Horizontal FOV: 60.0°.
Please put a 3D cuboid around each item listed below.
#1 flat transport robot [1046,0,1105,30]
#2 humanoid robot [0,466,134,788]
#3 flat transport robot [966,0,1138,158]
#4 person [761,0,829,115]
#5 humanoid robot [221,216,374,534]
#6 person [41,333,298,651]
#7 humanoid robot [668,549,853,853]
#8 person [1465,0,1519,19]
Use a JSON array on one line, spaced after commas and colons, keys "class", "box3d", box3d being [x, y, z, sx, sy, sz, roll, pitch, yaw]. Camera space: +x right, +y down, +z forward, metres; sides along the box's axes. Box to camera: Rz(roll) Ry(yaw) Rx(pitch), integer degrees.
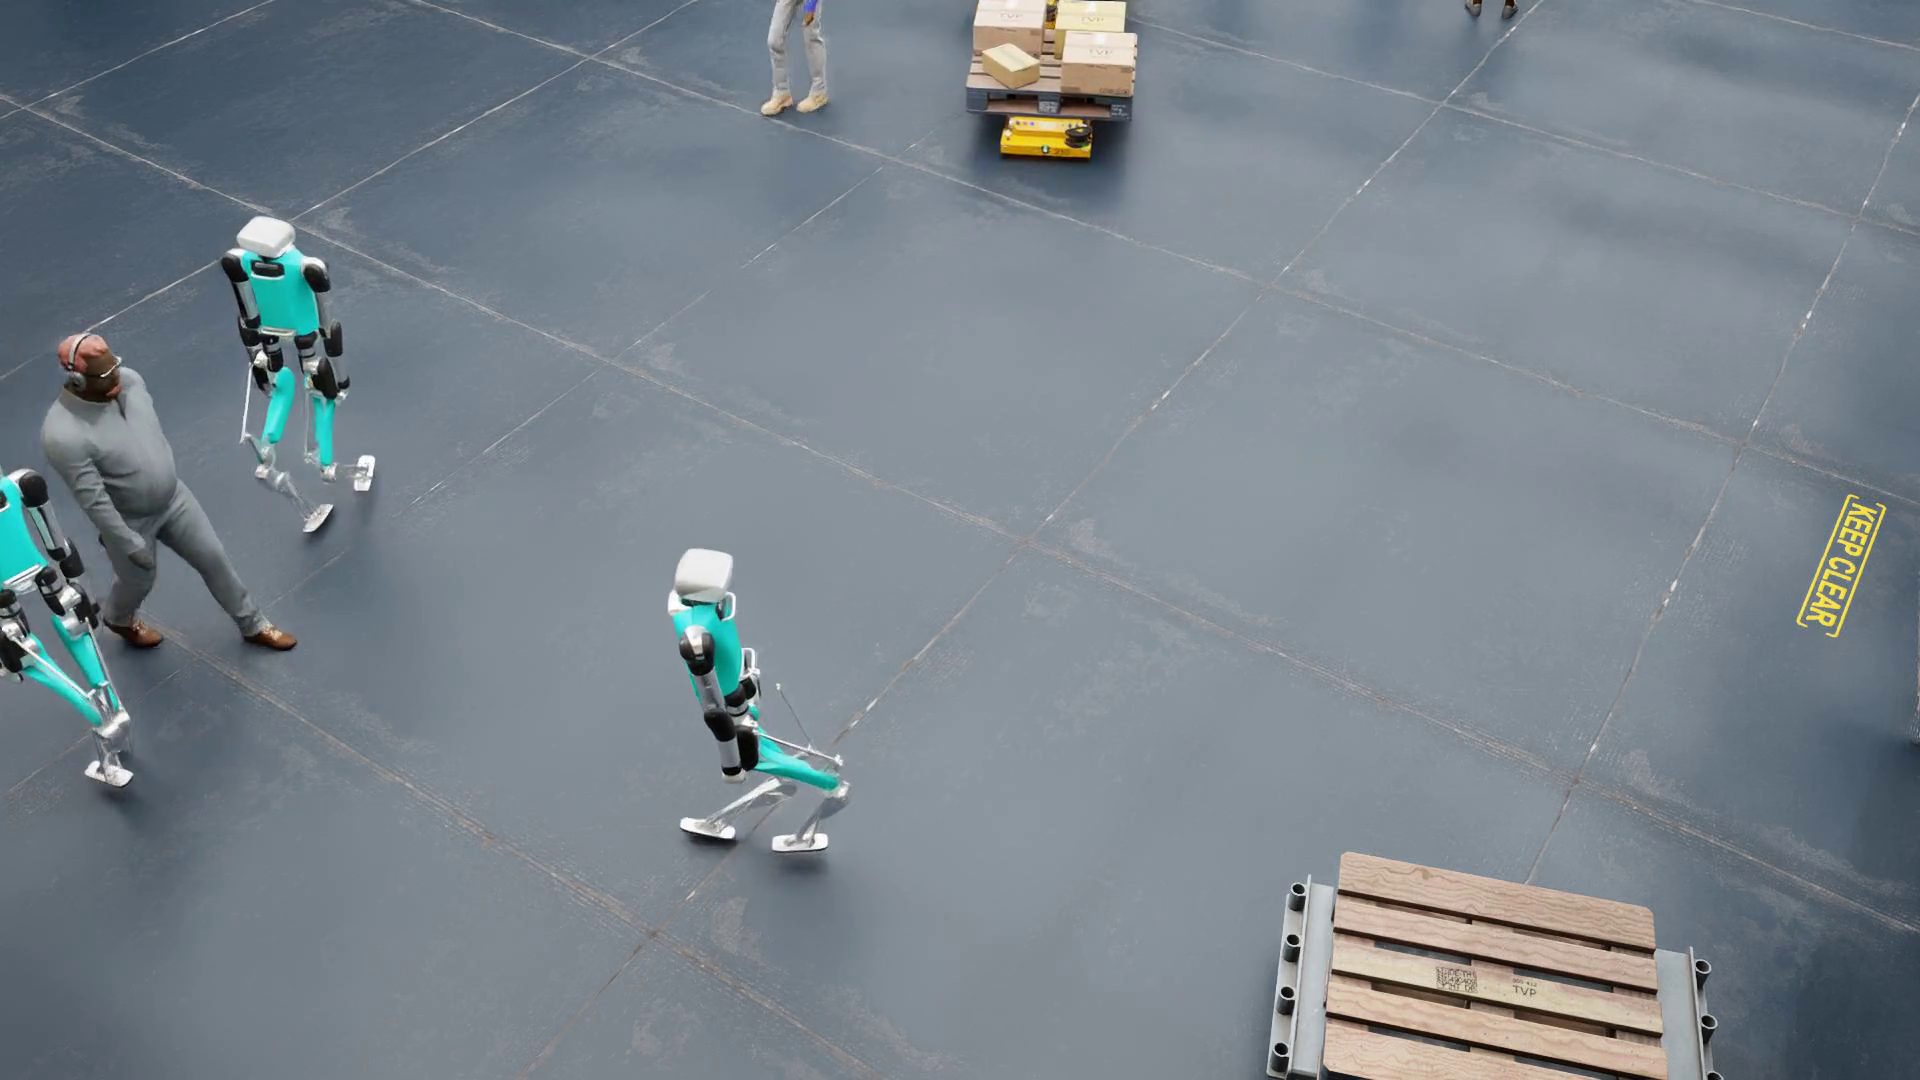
[{"class": "flat transport robot", "box3d": [0.839, -4.678, 14.014, 0.659, 0.231, 1.431, 24, 47, 24]}, {"class": "humanoid robot", "box3d": [-3.839, 0.479, 7.176, 0.798, 1.825, 0.562, 27, 48, 27]}, {"class": "flat transport robot", "box3d": [0.691, -3.300, 12.473, 0.659, 0.231, 1.431, 4, 42, 5]}, {"class": "person", "box3d": [-1.223, -3.904, 11.968, 0.480, 1.842, 0.639, 25, 48, 26]}, {"class": "humanoid robot", "box3d": [-3.427, -0.762, 8.539, 0.561, 1.784, 0.866, 5, 42, 5]}, {"class": "person", "box3d": [-3.849, -0.171, 7.781, 0.925, 1.863, 0.642, 12, 43, 13]}, {"class": "humanoid robot", "box3d": [-0.793, 0.745, 6.848, 0.903, 1.774, 0.541, -2, 42, -3]}, {"class": "person", "box3d": [4.423, -5.112, 13.244, 0.551, 1.944, 0.418, 9, 42, 9]}]
